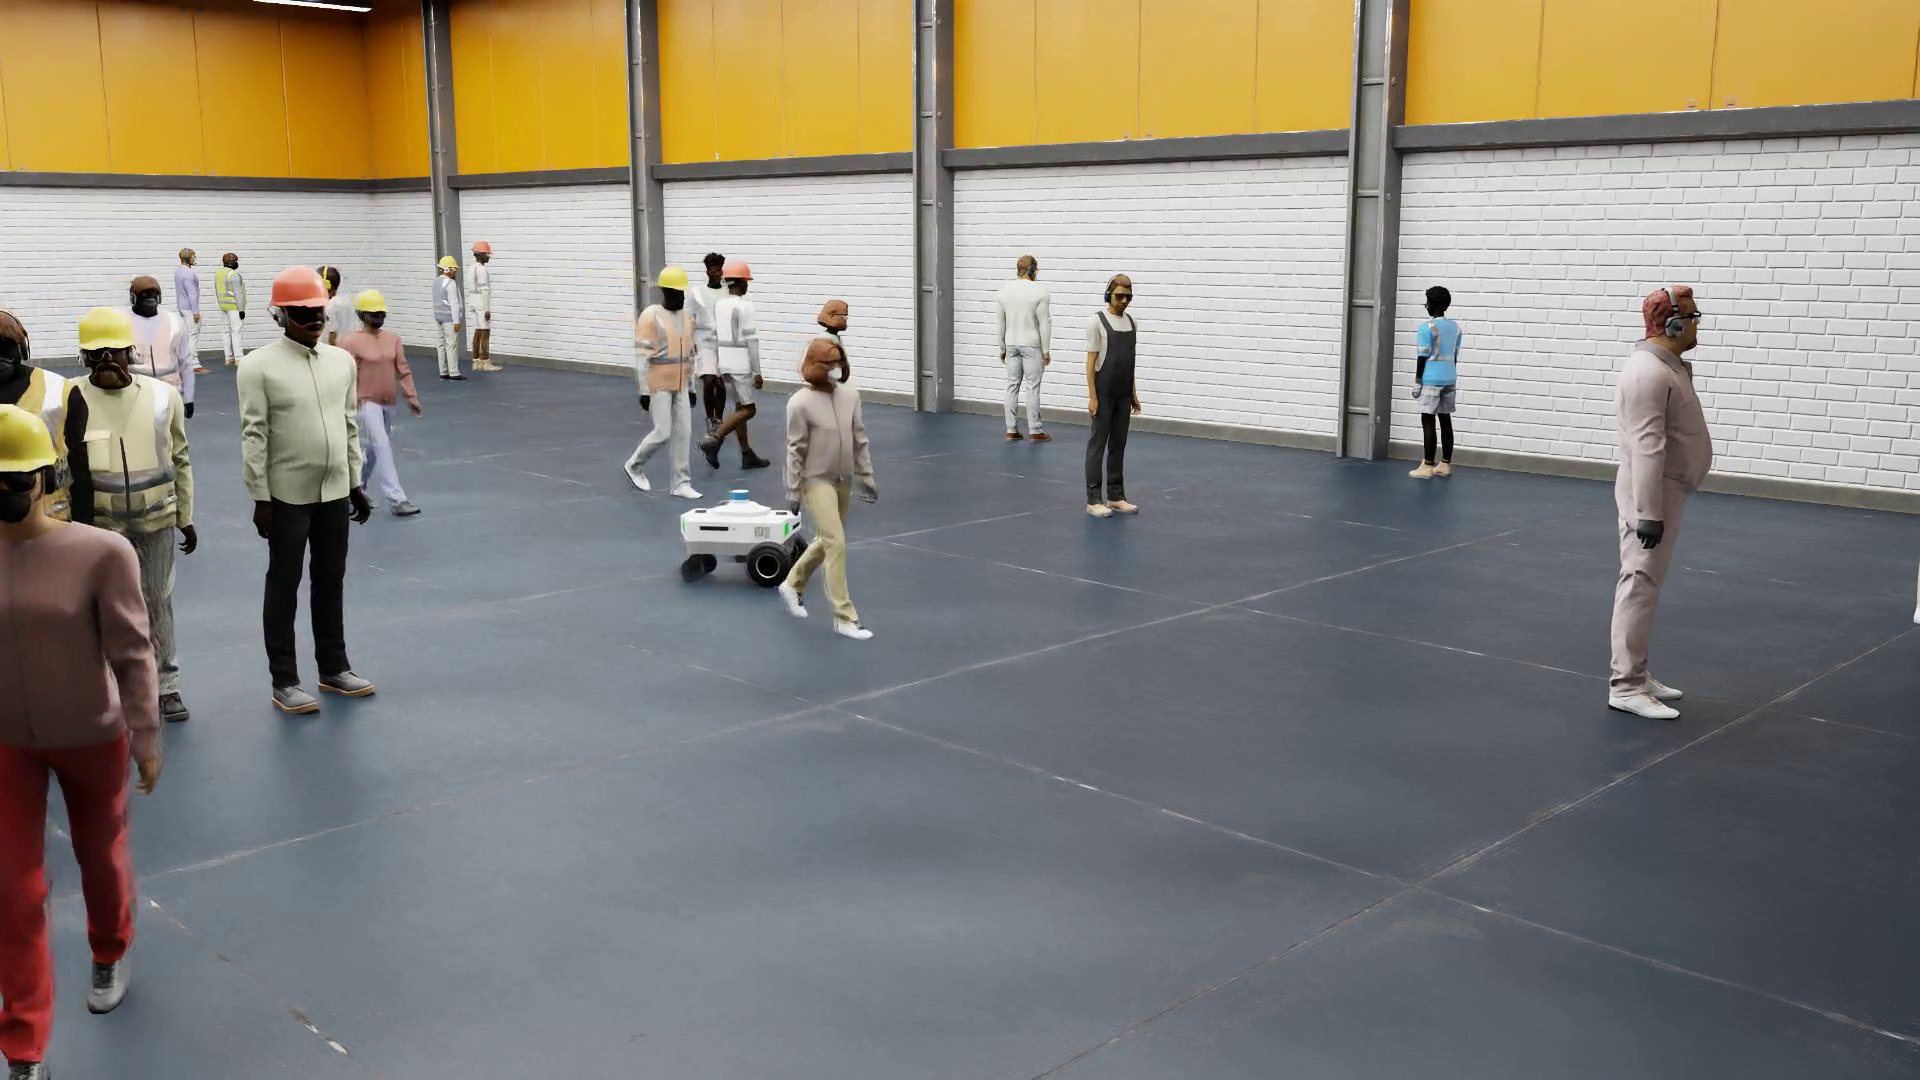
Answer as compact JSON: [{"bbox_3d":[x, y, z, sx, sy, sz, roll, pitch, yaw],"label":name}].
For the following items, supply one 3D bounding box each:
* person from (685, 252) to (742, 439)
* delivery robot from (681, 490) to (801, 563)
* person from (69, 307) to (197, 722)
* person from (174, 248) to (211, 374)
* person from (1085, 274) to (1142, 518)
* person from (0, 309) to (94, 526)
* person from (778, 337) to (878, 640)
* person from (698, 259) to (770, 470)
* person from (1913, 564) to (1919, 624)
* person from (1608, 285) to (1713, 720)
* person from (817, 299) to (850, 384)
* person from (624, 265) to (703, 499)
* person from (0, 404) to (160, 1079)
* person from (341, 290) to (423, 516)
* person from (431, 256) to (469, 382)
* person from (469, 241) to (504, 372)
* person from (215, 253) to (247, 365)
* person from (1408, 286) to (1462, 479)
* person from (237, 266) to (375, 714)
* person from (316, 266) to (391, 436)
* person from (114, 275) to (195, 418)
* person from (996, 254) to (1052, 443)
[{"bbox_3d":[-2.510,-2.002,17.298,0.634,1.947,0.657,-5,12,-26],"label":"person"},{"bbox_3d":[-1.359,-0.068,10.312,0.707,0.478,0.477,2,10,9],"label":"delivery robot"},{"bbox_3d":[-3.626,-0.089,7.201,0.601,1.830,0.404,-7,13,-34],"label":"person"},{"bbox_3d":[-11.870,-3.527,25.654,0.365,1.939,0.636,-9,14,-39],"label":"person"},{"bbox_3d":[1.169,-1.098,12.683,0.506,1.839,0.343,-8,13,-39],"label":"person"},{"bbox_3d":[-3.913,-0.032,6.881,0.621,1.838,0.429,-4,11,-23],"label":"person"},{"bbox_3d":[-0.752,-0.304,8.995,0.785,1.603,0.506,9,14,39],"label":"person"},{"bbox_3d":[-2.049,-1.562,14.989,0.739,1.920,0.562,-9,14,-41],"label":"person"},{"bbox_3d":[5.481,-0.446,9.041,0.519,1.874,0.326,-8,13,-36],"label":"person"},{"bbox_3d":[3.127,-0.173,7.441,0.409,1.911,0.651,5,12,25],"label":"person"},{"bbox_3d":[-1.043,-1.128,13.453,0.318,1.624,0.514,2,11,9],"label":"person"},{"bbox_3d":[-2.410,-1.274,13.484,0.631,1.902,0.623,7,12,32],"label":"person"},{"bbox_3d":[-2.342,0.503,4.272,0.540,1.714,0.902,-4,11,-19],"label":"person"},{"bbox_3d":[-4.463,-1.053,12.760,0.906,1.714,0.537,6,12,30],"label":"person"},{"bbox_3d":[-7.465,-3.222,24.293,0.404,1.829,0.591,-10,14,-44],"label":"person"},{"bbox_3d":[-7.452,-3.651,26.127,0.538,2.043,0.627,-7,12,-33],"label":"person"},{"bbox_3d":[-11.972,-3.800,27.407,0.636,1.842,0.429,8,13,36],"label":"person"},{"bbox_3d":[4.189,-1.381,14.639,0.529,1.689,0.318,-8,13,-38],"label":"person"},{"bbox_3d":[-2.936,-0.230,7.526,0.395,1.994,0.612,6,12,30],"label":"person"},{"bbox_3d":[-5.871,-1.675,15.821,0.671,1.850,0.513,-1,10,-4],"label":"person"},{"bbox_3d":[-6.101,-1.072,12.542,0.638,1.831,0.452,-8,13,-38],"label":"person"},{"bbox_3d":[0.664,-1.970,17.188,0.629,1.933,0.379,7,12,32],"label":"person"}]
